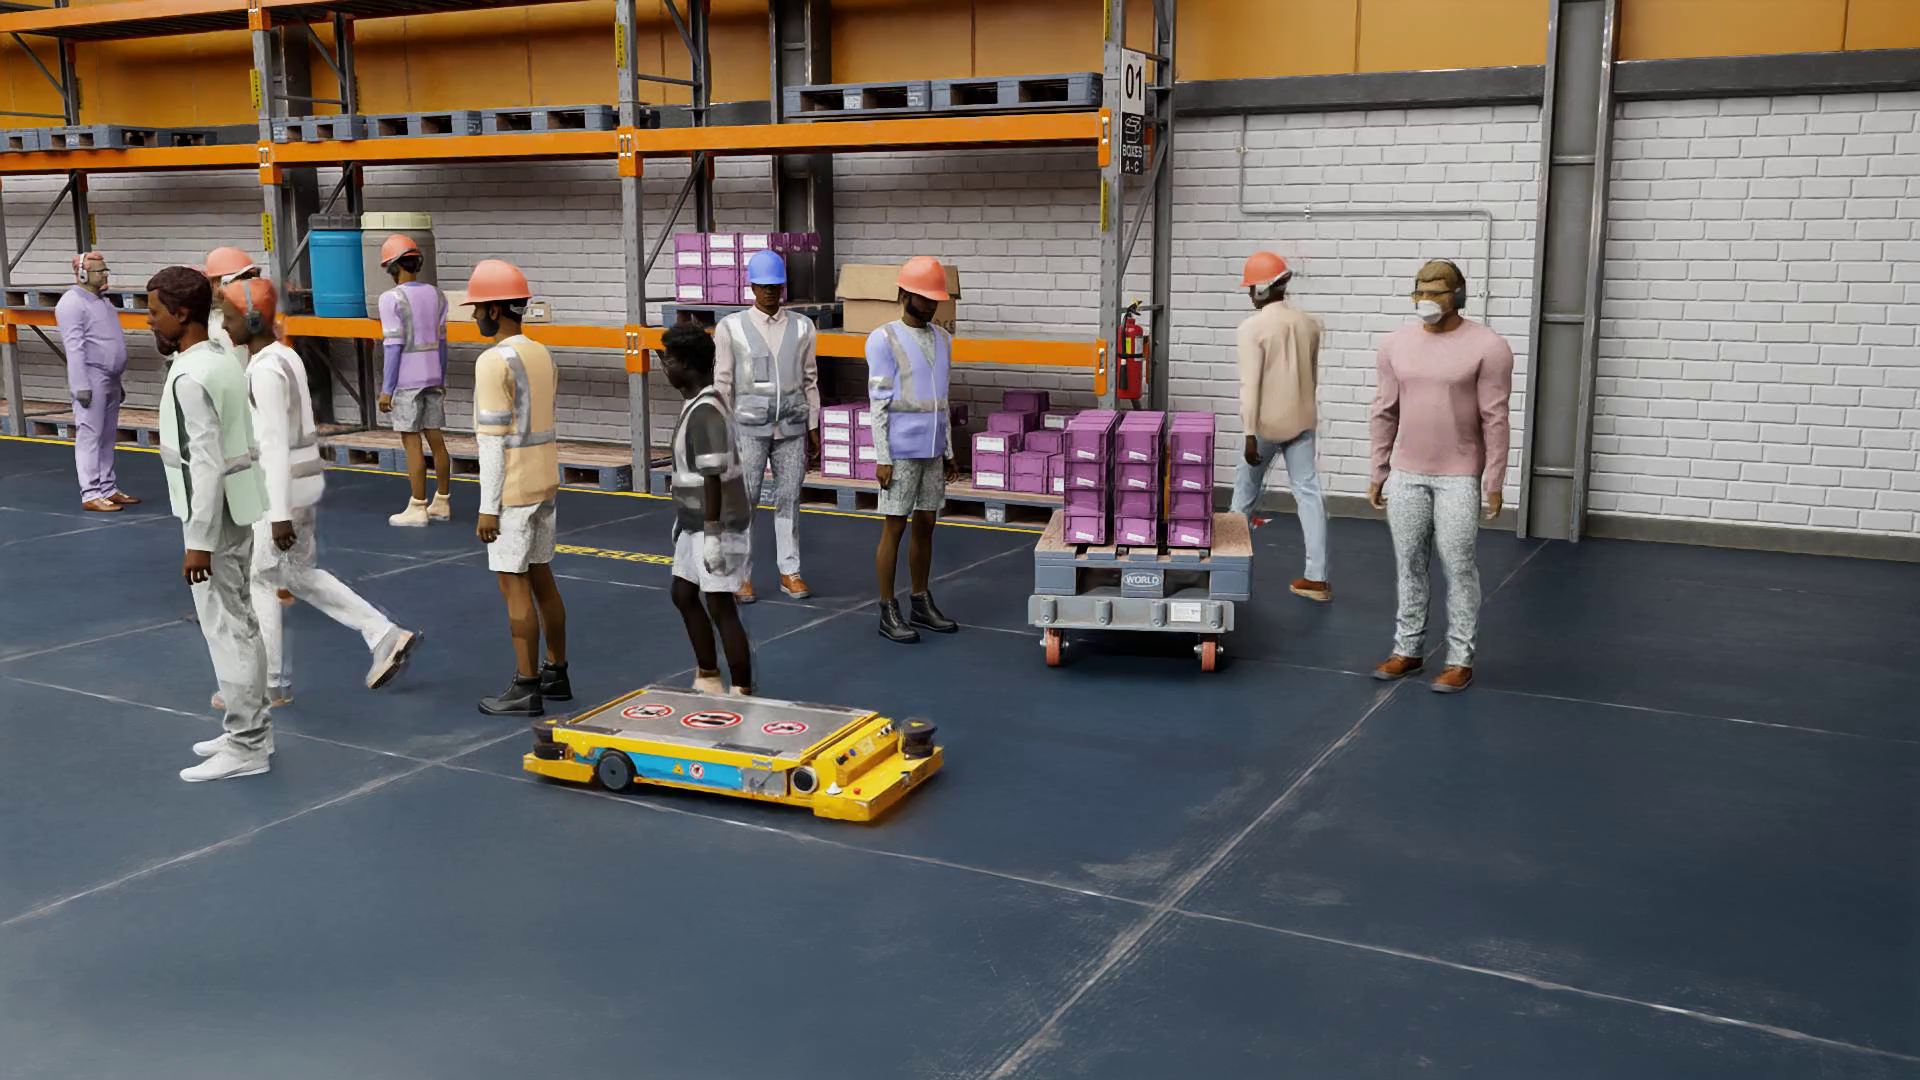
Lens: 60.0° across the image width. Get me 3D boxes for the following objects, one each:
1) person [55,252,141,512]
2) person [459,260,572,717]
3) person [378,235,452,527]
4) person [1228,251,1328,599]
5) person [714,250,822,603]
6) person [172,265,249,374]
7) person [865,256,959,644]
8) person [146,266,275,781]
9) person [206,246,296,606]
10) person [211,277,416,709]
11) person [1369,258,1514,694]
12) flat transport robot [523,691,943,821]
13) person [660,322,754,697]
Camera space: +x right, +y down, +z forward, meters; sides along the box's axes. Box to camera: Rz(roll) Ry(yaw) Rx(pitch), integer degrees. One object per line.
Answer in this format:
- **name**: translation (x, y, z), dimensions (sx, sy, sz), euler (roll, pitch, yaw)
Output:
- **person**: translation (-6.390, -1.172, 12.361), dimensions (0.405, 1.911, 0.636), euler (-1, 10, -4)
- **person**: translation (-1.901, -0.212, 7.063), dimensions (0.388, 1.929, 0.539), euler (2, 10, 9)
- **person**: translation (-3.849, -1.109, 11.674), dimensions (0.392, 2.034, 0.605), euler (5, 11, 24)
- **person**: translation (1.771, -0.669, 9.527), dimensions (0.654, 1.921, 1.053), euler (-5, 11, -25)
- **person**: translation (-1.062, -0.624, 9.247), dimensions (0.617, 1.946, 0.397), euler (-5, 11, -24)
- **person**: translation (-3.936, -0.498, 8.769), dimensions (0.428, 1.879, 0.739), euler (-1, 10, -6)
- **person**: translation (-0.212, -0.454, 8.374), dimensions (0.370, 1.928, 0.543), euler (9, 14, 42)
- **person**: translation (-2.787, -0.060, 6.244), dimensions (0.372, 1.914, 0.597), euler (-3, 11, -15)
- **person**: translation (-3.904, -0.628, 9.196), dimensions (0.449, 1.972, 0.670), euler (-4, 11, -21)
- **person**: translation (-2.829, -0.200, 7.169), dimensions (0.785, 1.863, 0.609), euler (-2, 11, -13)
- **person**: translation (2.137, -0.287, 7.459), dimensions (0.636, 1.933, 0.369), euler (9, 14, 40)
- **flat transport robot**: translation (-0.845, 0.769, 6.212), dimensions (1.431, 0.197, 0.652), euler (4, 11, 22)
- **person**: translation (-1.059, -0.062, 6.926), dimensions (0.424, 1.667, 0.542), euler (-2, 11, -13)
